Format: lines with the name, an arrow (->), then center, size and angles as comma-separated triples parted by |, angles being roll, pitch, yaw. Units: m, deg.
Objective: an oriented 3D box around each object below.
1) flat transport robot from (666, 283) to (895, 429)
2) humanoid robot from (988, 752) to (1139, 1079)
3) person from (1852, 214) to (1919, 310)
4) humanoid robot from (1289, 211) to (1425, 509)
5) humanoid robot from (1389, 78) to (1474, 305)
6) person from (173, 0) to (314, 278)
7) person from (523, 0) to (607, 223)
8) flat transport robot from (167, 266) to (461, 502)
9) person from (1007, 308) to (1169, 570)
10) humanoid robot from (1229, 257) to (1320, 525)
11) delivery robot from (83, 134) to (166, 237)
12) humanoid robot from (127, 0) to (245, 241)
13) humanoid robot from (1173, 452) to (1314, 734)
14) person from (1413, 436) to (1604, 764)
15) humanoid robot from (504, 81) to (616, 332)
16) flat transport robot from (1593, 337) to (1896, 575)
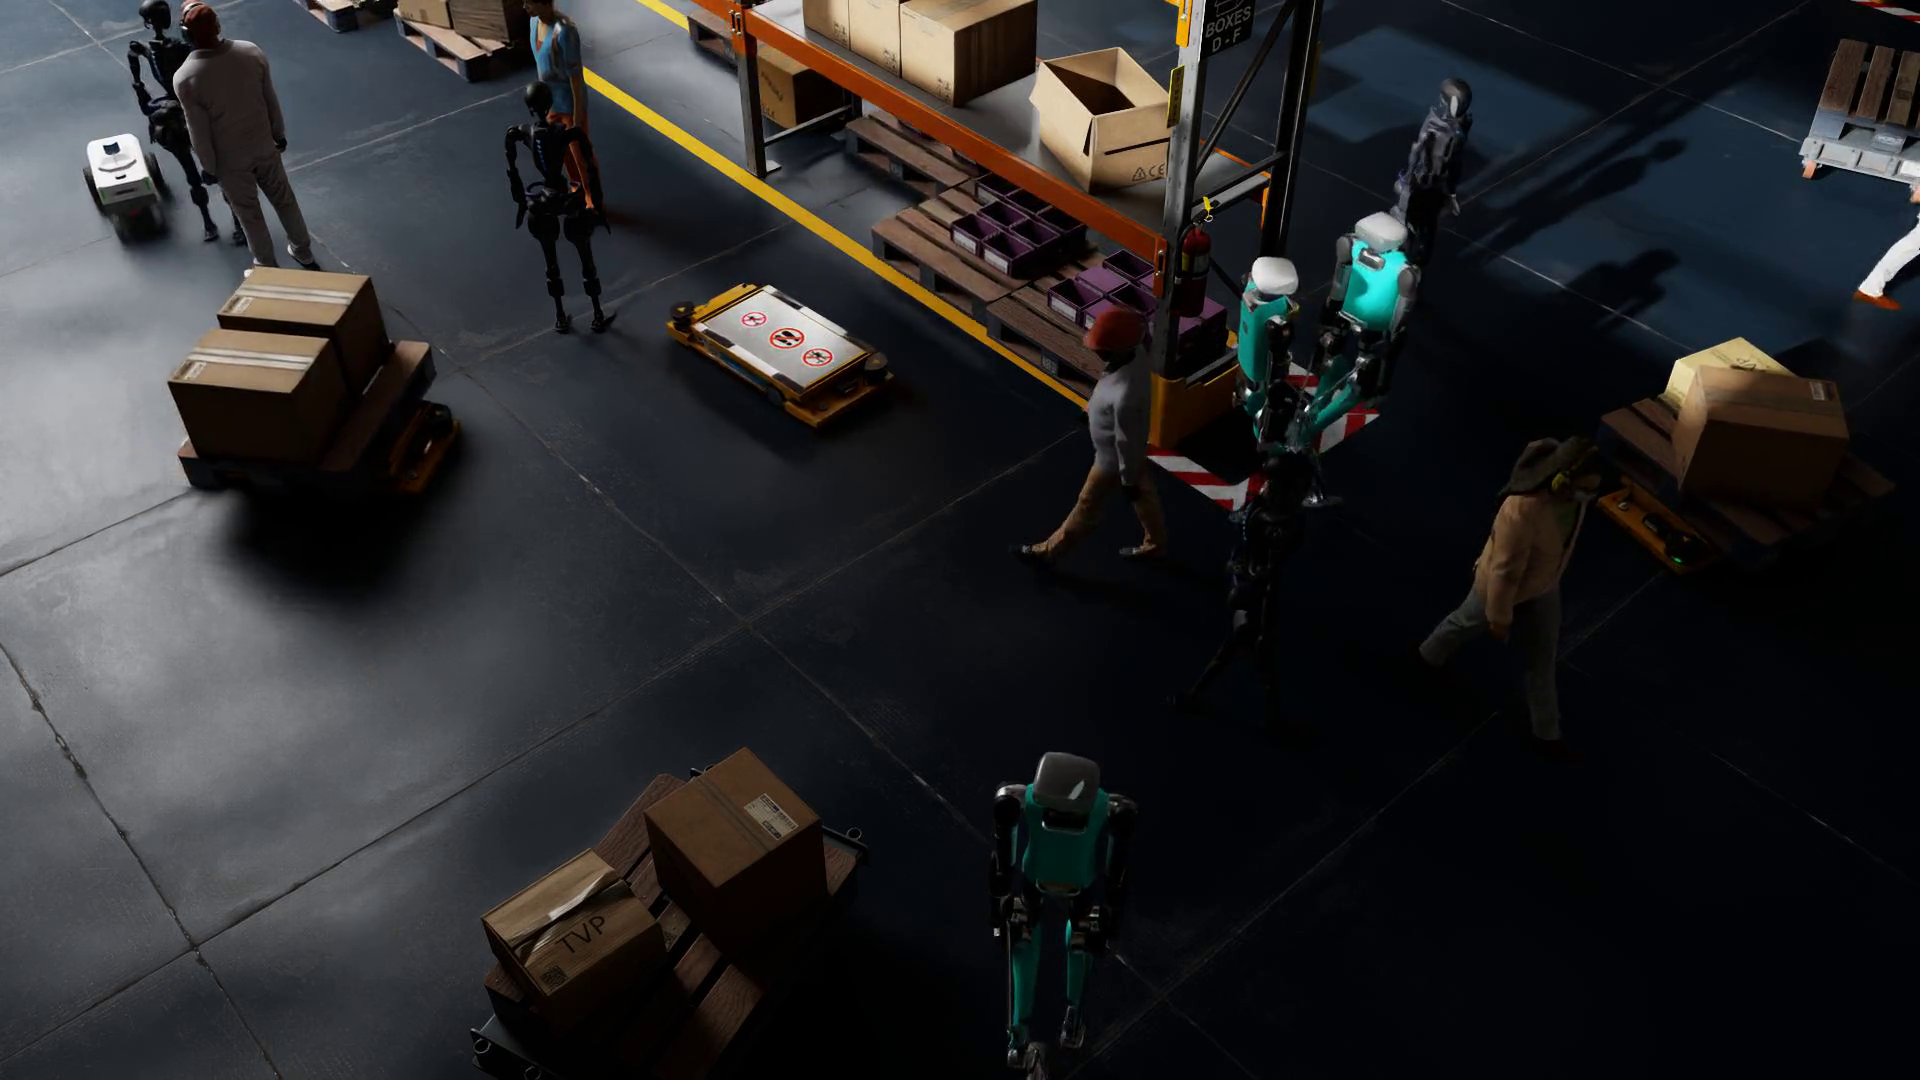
flat transport robot -> -1.137, -1.203, 10.403 | 1.431, 0.231, 0.659 | 33, 52, 31
humanoid robot -> 0.348, 1.627, 6.283 | 0.539, 1.841, 0.747 | 4, 43, 5
person -> 6.316, -2.162, 10.341 | 0.905, 1.776, 0.520 | 4, 43, 4
humanoid robot -> 1.972, -0.847, 8.952 | 0.804, 1.798, 0.537 | -29, 50, -27
humanoid robot -> 2.875, -2.147, 10.392 | 0.590, 1.642, 0.397 | -30, 51, -29
person -> -4.608, -2.520, 10.627 | 0.406, 1.905, 0.651 | 25, 48, 25
person -> -2.692, -2.956, 11.212 | 0.496, 1.759, 0.345 | 34, 52, 31
flat transport robot -> -3.731, -0.580, 9.726 | 1.431, 0.231, 0.659 | 6, 43, 6
person -> 0.730, -0.509, 8.585 | 0.899, 1.700, 0.598 | 7, 43, 8
humanoid robot -> 1.737, -0.713, 8.797 | 0.663, 1.810, 0.538 | -8, 43, -9
delivery robot -> -5.862, -2.533, 11.653 | 0.499, 0.614, 0.802 | -19, 46, -20
humanoid robot -> -5.165, -2.796, 11.106 | 0.622, 1.640, 0.372 | 2, 43, 3
humanoid robot -> 1.390, 0.268, 7.795 | 0.683, 1.629, 0.584 | 3, 43, 3
person -> 2.653, 0.208, 7.729 | 0.594, 1.813, 1.021 | -22, 47, -22
humanoid robot -> -2.483, -2.047, 10.270 | 0.599, 1.659, 0.315 | 2, 43, 2
flat transport robot -> 4.375, -0.270, 9.389 | 1.431, 0.231, 0.659 | -19, 46, -20
